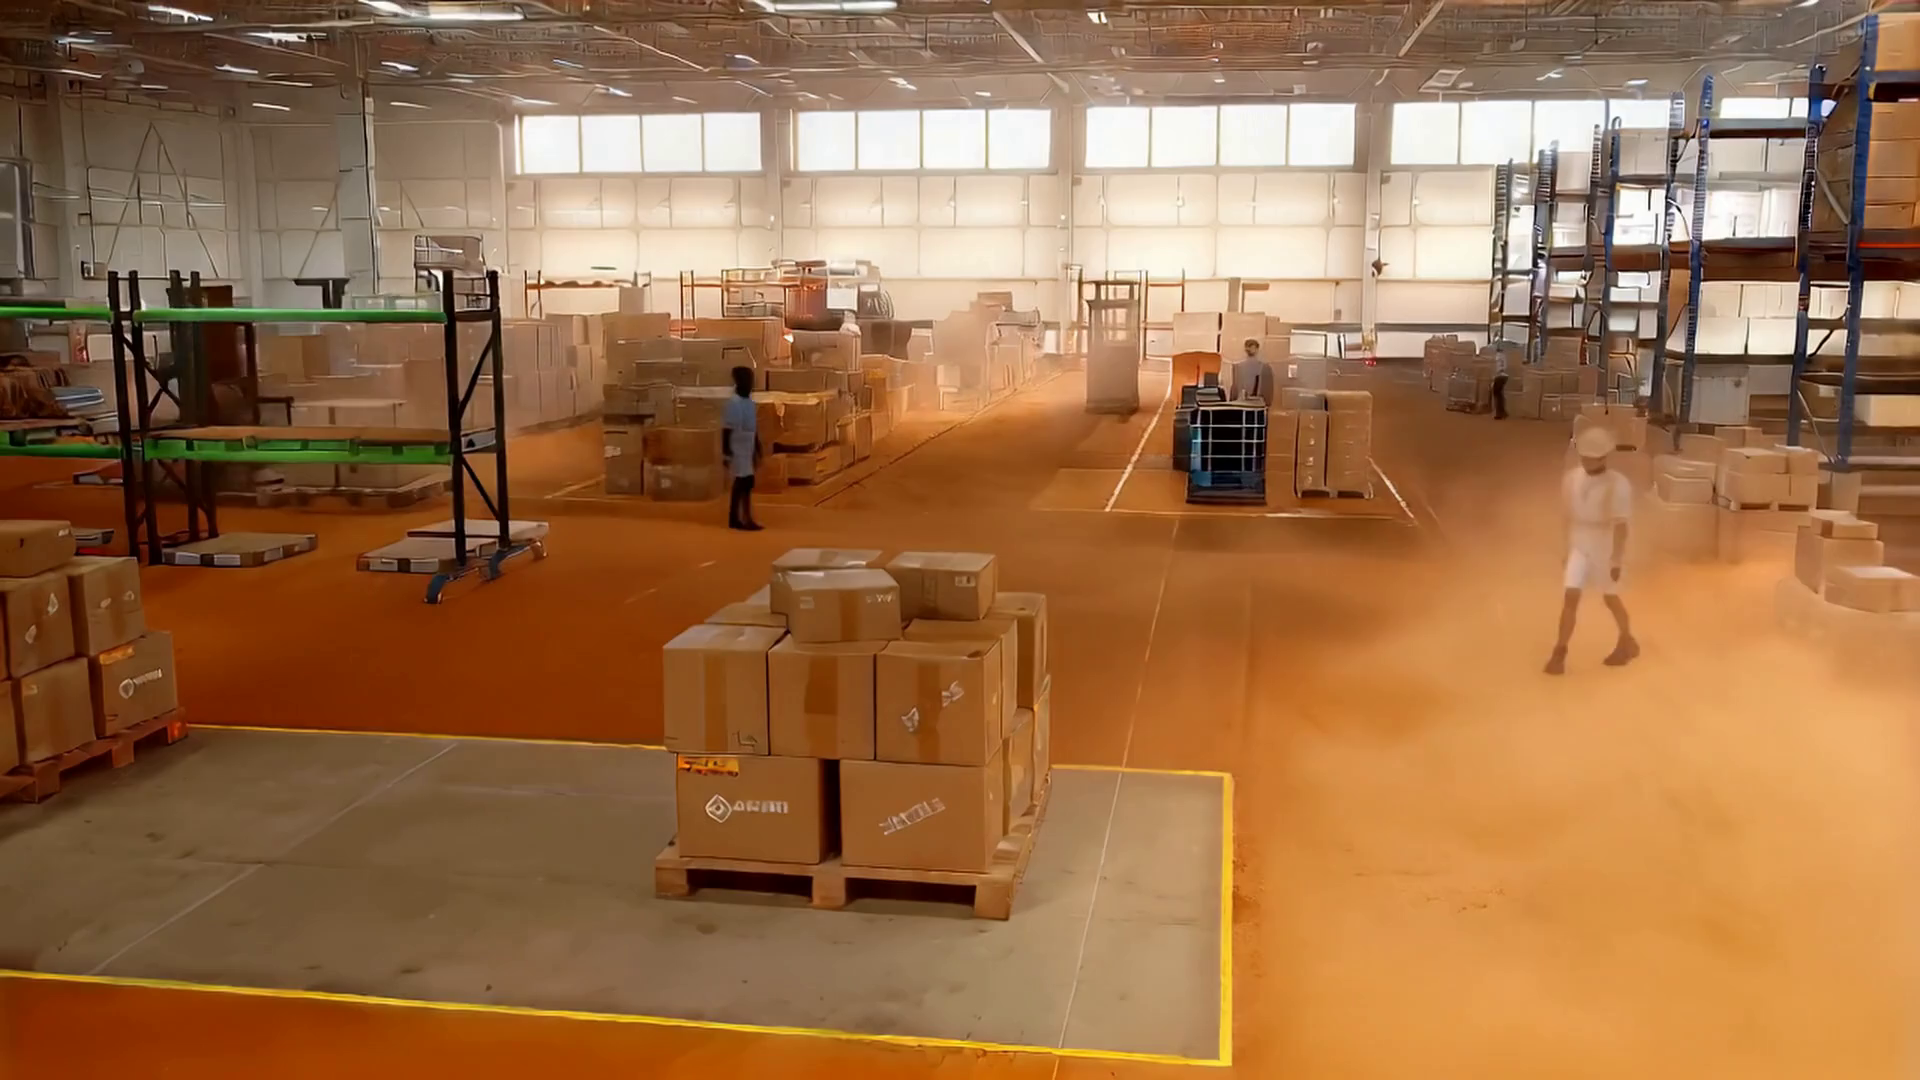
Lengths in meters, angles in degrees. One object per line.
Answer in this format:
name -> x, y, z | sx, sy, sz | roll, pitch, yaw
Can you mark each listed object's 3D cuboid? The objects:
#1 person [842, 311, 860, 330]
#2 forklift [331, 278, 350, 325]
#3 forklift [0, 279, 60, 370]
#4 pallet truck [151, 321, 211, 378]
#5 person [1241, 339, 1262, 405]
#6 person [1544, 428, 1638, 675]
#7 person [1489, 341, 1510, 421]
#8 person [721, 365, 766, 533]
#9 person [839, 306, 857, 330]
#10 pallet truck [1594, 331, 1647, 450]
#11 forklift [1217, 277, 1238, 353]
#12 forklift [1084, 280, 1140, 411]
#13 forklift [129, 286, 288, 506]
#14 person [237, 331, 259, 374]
person -> -2.971, -5.227, 45.099 | 0.542, 1.928, 0.399 | -7, 11, -35
forklift -> -16.170, -5.448, 43.516 | 1.873, 2.768, 1.129 | -3, 10, -17
forklift -> -22.574, -4.797, 39.502 | 1.873, 2.768, 1.129 | 1, 9, 9
pallet truck -> -21.869, -5.598, 47.154 | 0.823, 1.965, 1.885 | 4, 10, 26
person -> 4.913, -2.517, 28.604 | 0.767, 1.847, 0.555 | -3, 10, -18
person -> 4.800, 0.077, 12.548 | 1.014, 1.881, 0.593 | -7, 12, -38
person -> 10.848, -3.199, 33.476 | 0.535, 1.622, 0.419 | -9, 13, -44
person -> -2.429, -1.041, 19.194 | 0.686, 1.943, 0.644 | 3, 10, 18
person -> -3.461, -6.248, 51.385 | 0.629, 1.931, 0.367 | -8, 12, -40
pallet truck -> 11.253, -2.573, 28.499 | 0.823, 1.965, 1.885 | 5, 10, 27
forklift -> 7.883, -6.233, 48.353 | 1.873, 2.768, 1.129 | 1, 9, 9
forklift -> 3.354, -4.272, 36.261 | 1.129, 2.768, 1.873 | 1, 9, 8
forklift -> -9.777, -1.896, 21.606 | 1.873, 2.768, 1.129 | 1, 9, 9
person -> -14.114, -3.260, 33.088 | 0.356, 1.883, 0.574 | 1, 9, 8
